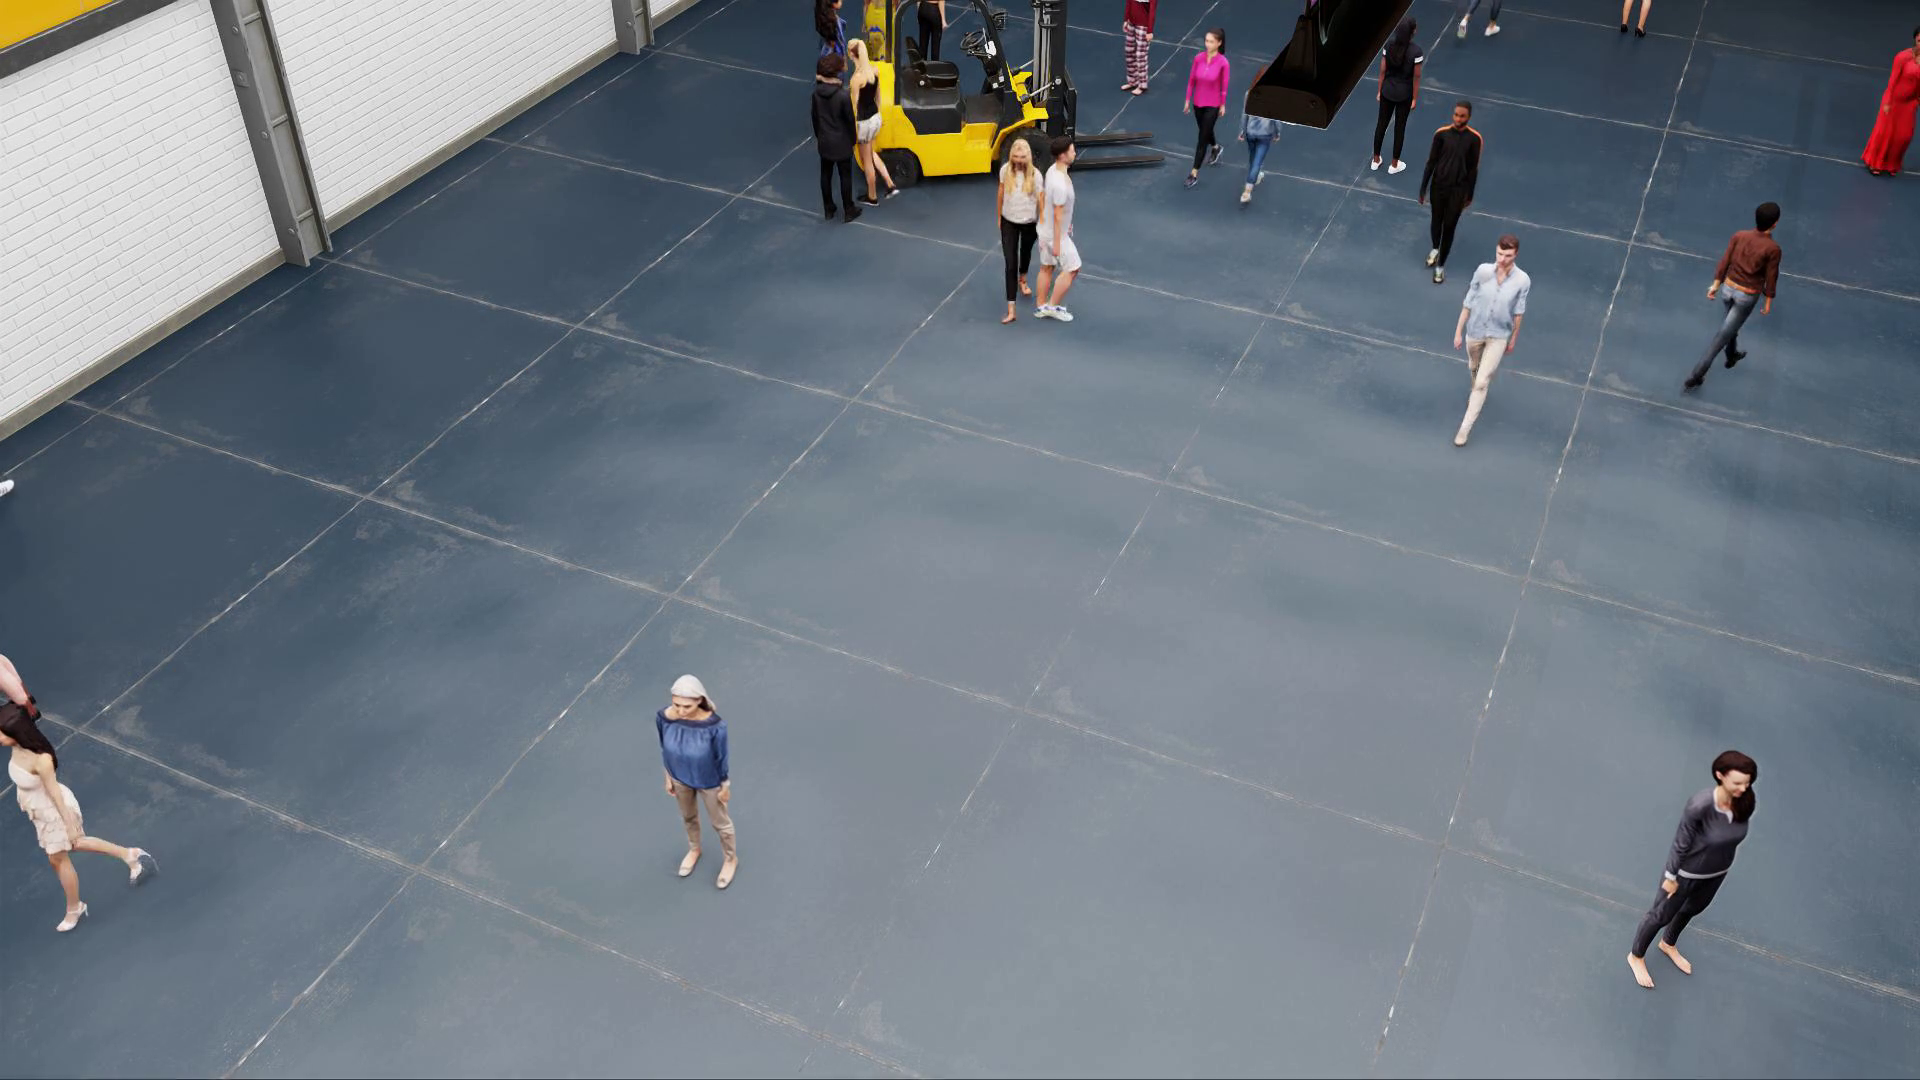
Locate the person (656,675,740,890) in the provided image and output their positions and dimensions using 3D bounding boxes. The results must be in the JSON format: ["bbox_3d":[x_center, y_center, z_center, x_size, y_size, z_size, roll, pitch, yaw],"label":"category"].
[{"bbox_3d":[-1.603,1.456,10.225,0.637,1.697,0.593,11,40,14],"label":"person"}]

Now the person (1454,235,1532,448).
[{"bbox_3d":[4.527,-1.794,14.194,0.711,1.813,1.228,19,43,23],"label":"person"}]

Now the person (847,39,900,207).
[{"bbox_3d":[-0.900,-4.320,17.339,0.739,1.835,0.718,22,43,25],"label":"person"}]

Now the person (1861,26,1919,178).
[{"bbox_3d":[10.162,-4.743,17.944,0.870,1.752,0.890,-6,39,-8],"label":"person"}]

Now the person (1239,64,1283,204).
[{"bbox_3d":[3.145,-4.266,17.579,0.587,1.451,0.994,17,42,20],"label":"person"}]

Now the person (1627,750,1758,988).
[{"bbox_3d":[4.254,1.883,9.626,0.678,1.768,0.744,-14,41,-17],"label":"person"}]

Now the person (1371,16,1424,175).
[{"bbox_3d":[4.750,-4.847,18.073,0.644,1.743,0.615,23,44,26],"label":"person"}]

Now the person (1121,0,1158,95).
[{"bbox_3d":[2.143,-6.144,19.729,0.664,1.704,0.688,-24,45,-27],"label":"person"}]

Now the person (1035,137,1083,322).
[{"bbox_3d":[0.794,-2.890,15.544,0.858,1.840,0.770,-5,39,-6],"label":"person"}]

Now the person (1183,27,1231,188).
[{"bbox_3d":[2.714,-4.725,17.995,0.739,1.660,1.181,24,45,27],"label":"person"}]

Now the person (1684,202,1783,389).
[{"bbox_3d":[6.817,-2.105,14.644,1.265,1.738,1.044,-24,45,-27],"label":"person"}]

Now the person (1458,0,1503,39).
[{"bbox_3d":[6.681,-7.174,20.948,0.811,1.792,1.100,32,48,33],"label":"person"}]

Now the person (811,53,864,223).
[{"bbox_3d":[-1.290,-4.133,17.151,0.630,1.777,0.579,14,41,16],"label":"person"}]

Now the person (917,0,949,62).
[{"bbox_3d":[-0.364,-6.293,19.964,0.596,1.643,0.546,24,44,27],"label":"person"}]

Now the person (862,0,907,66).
[{"bbox_3d":[-0.939,-6.045,19.675,0.851,1.626,1.106,12,40,15],"label":"person"}]

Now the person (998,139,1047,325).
[{"bbox_3d":[0.578,-3.007,15.752,0.898,1.765,1.261,3,39,4],"label":"person"}]

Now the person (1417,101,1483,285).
[{"bbox_3d":[4.826,-3.492,16.347,0.634,1.780,0.904,16,41,19],"label":"person"}]

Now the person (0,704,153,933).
[{"bbox_3d":[-5.380,1.606,10.010,0.748,1.721,0.954,30,48,32],"label":"person"}]

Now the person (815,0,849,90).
[{"bbox_3d":[-1.443,-5.510,19.001,0.722,1.621,0.706,-22,44,-25],"label":"person"}]
